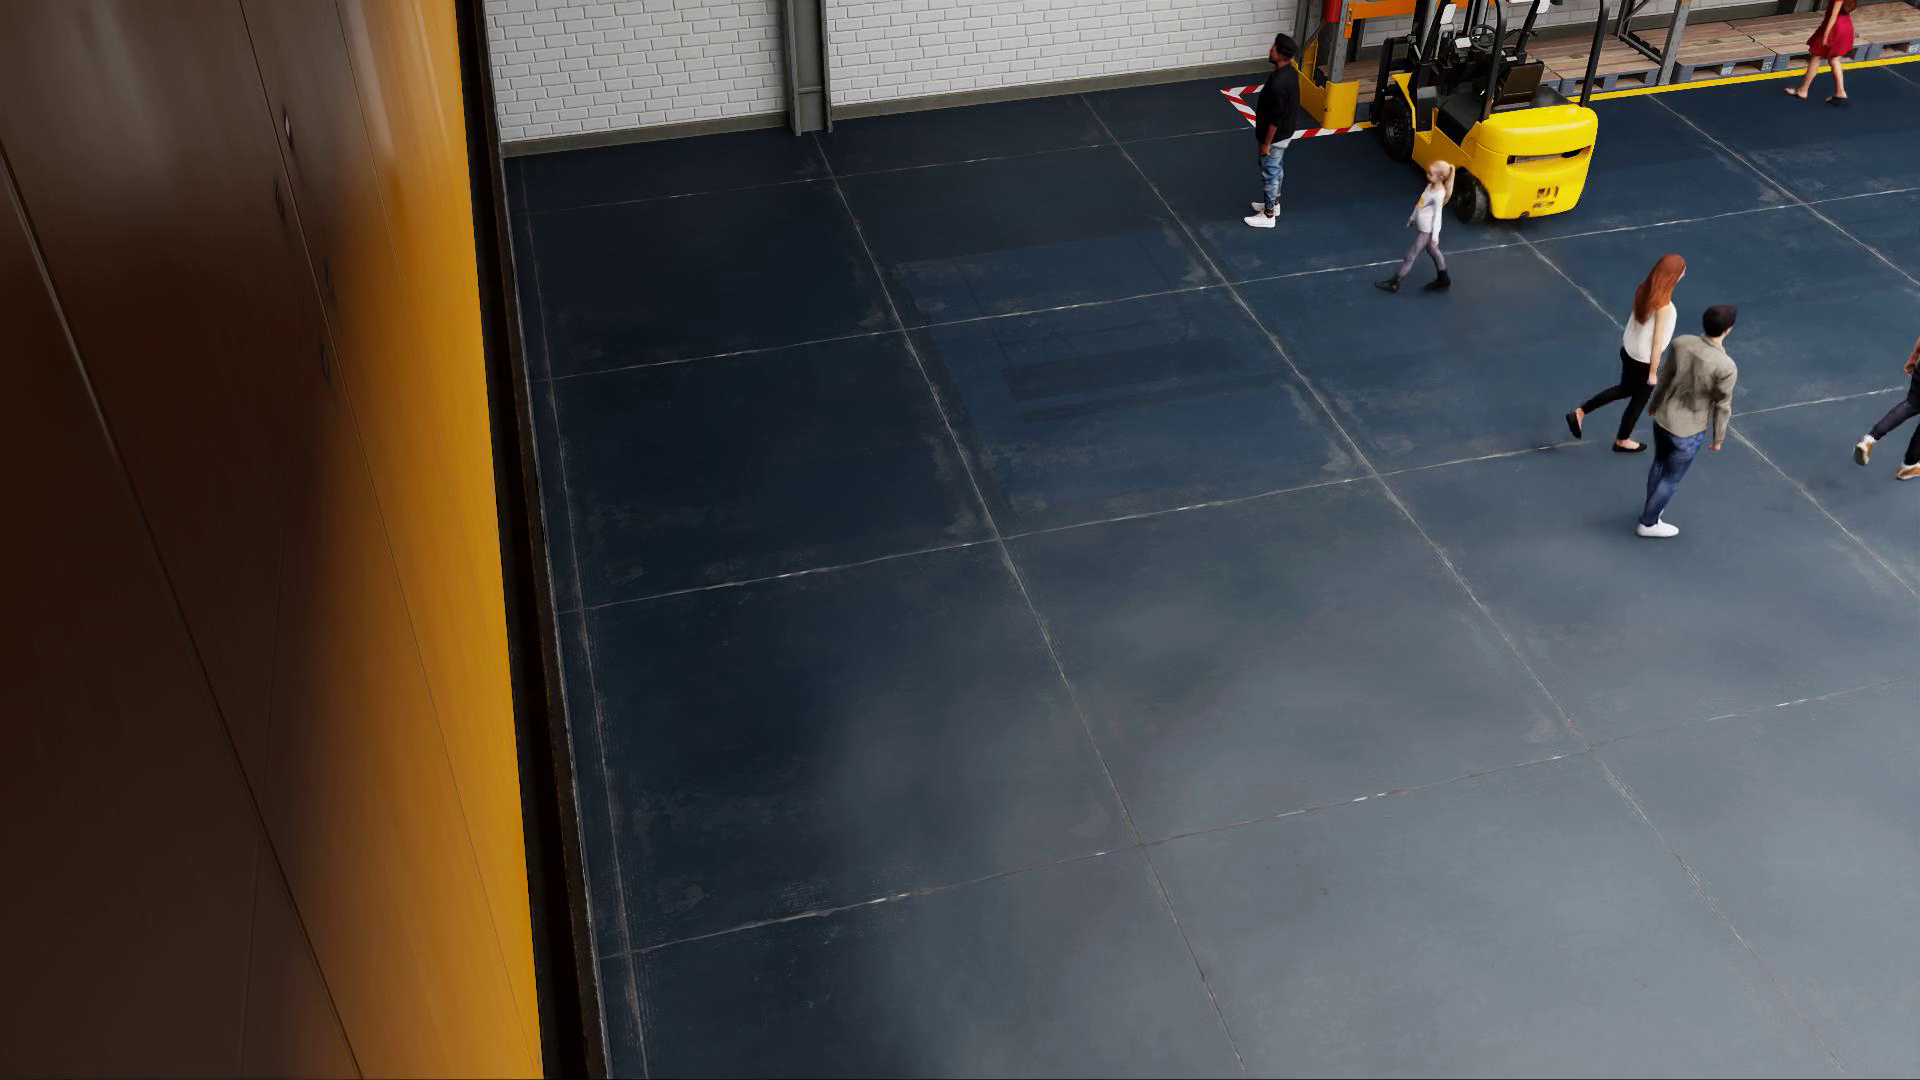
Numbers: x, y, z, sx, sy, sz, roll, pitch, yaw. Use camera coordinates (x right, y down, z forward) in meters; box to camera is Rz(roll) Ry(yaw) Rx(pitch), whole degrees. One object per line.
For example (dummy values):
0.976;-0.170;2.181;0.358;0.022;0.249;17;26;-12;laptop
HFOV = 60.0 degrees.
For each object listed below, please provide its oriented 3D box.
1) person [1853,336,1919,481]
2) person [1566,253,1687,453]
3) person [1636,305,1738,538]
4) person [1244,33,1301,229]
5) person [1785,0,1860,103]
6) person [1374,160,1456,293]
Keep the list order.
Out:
7.063;-1.211;12.078;0.950;1.882;0.721;-14;41;-17;person
4.990;-1.364;12.415;0.941;1.701;0.717;-1;39;-1;person
4.985;-0.806;11.593;0.766;1.856;0.809;-17;42;-20;person
2.916;-3.781;15.352;0.815;1.812;0.788;14;41;17;person
9.288;-5.382;17.556;0.853;1.564;0.755;-23;44;-26;person
4.133;-2.704;14.455;0.964;1.249;0.716;5;39;6;person
